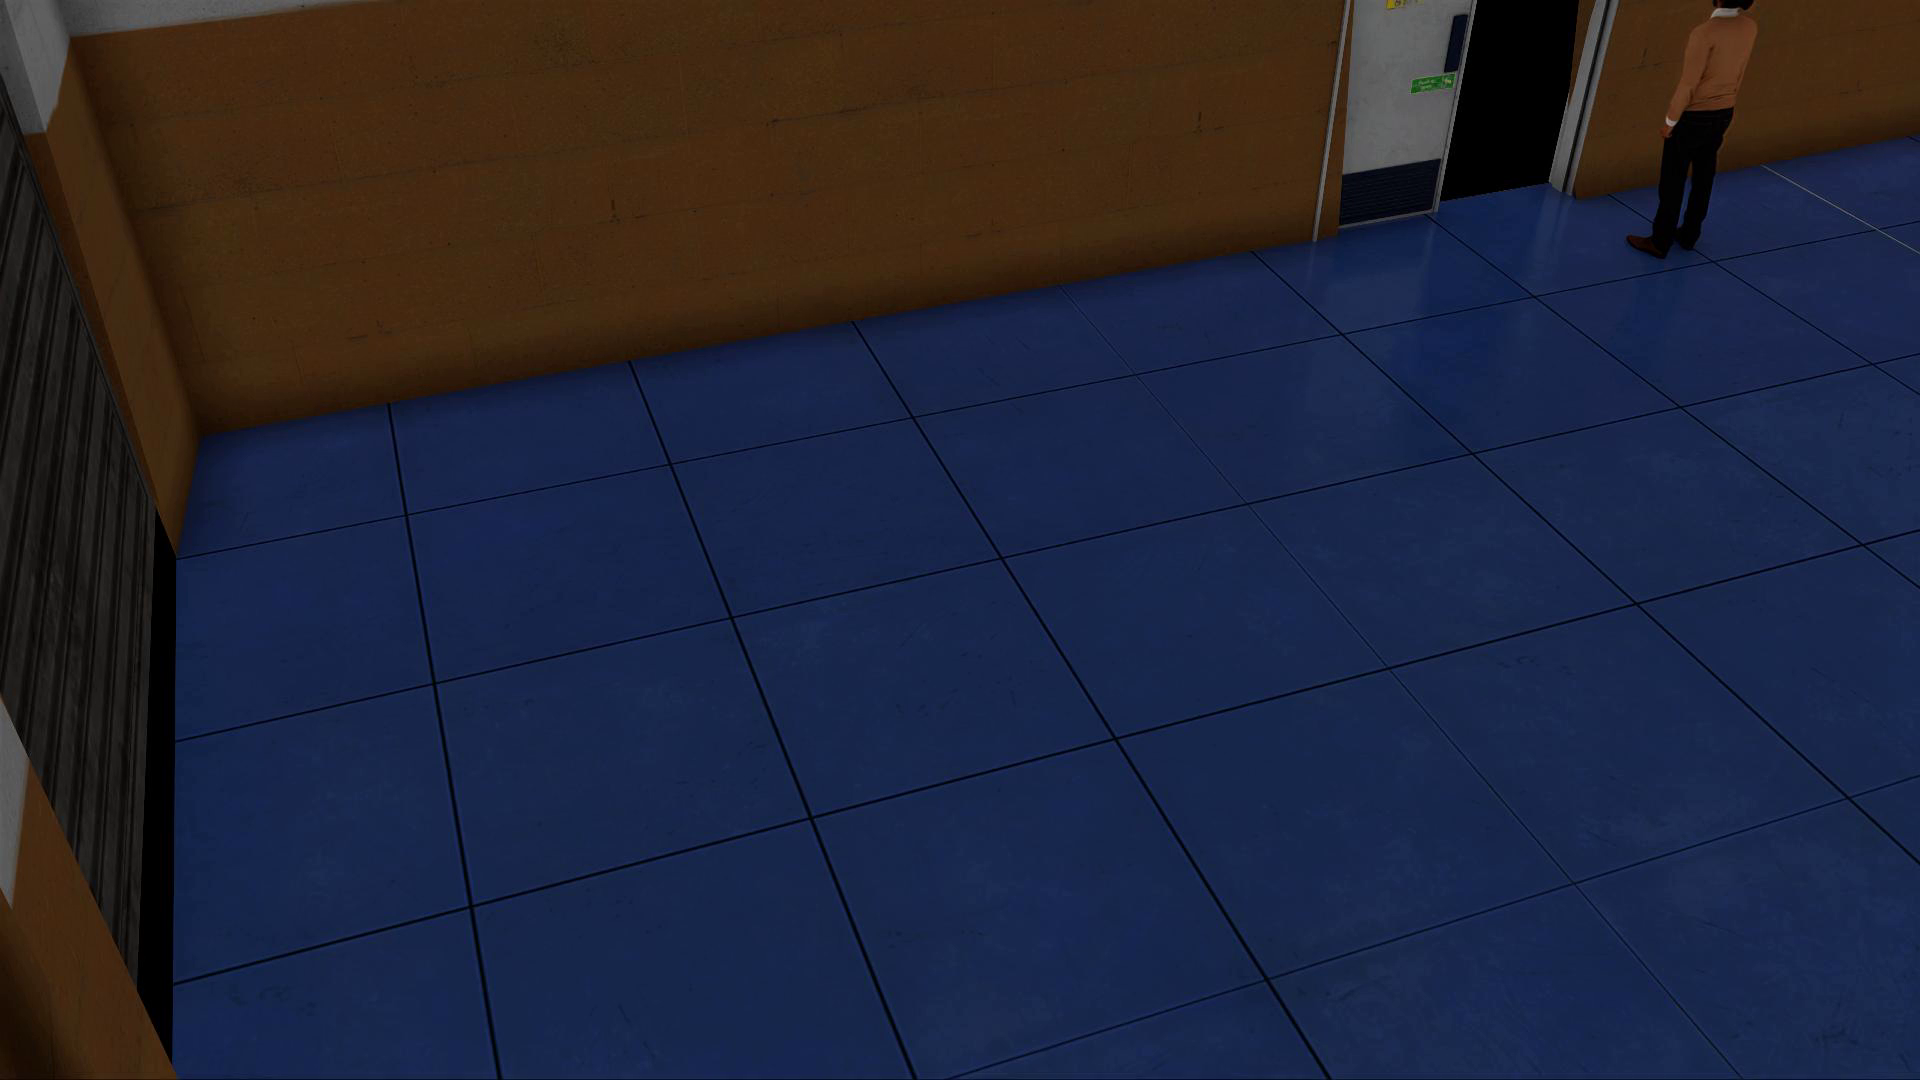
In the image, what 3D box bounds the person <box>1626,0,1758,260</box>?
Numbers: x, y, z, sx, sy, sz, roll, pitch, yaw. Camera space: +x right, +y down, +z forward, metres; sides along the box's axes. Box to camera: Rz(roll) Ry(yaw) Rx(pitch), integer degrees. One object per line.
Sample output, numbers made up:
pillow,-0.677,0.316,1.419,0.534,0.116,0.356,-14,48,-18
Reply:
person,4.500,-2.577,10.122,0.671,1.752,0.589,-16,40,-20
